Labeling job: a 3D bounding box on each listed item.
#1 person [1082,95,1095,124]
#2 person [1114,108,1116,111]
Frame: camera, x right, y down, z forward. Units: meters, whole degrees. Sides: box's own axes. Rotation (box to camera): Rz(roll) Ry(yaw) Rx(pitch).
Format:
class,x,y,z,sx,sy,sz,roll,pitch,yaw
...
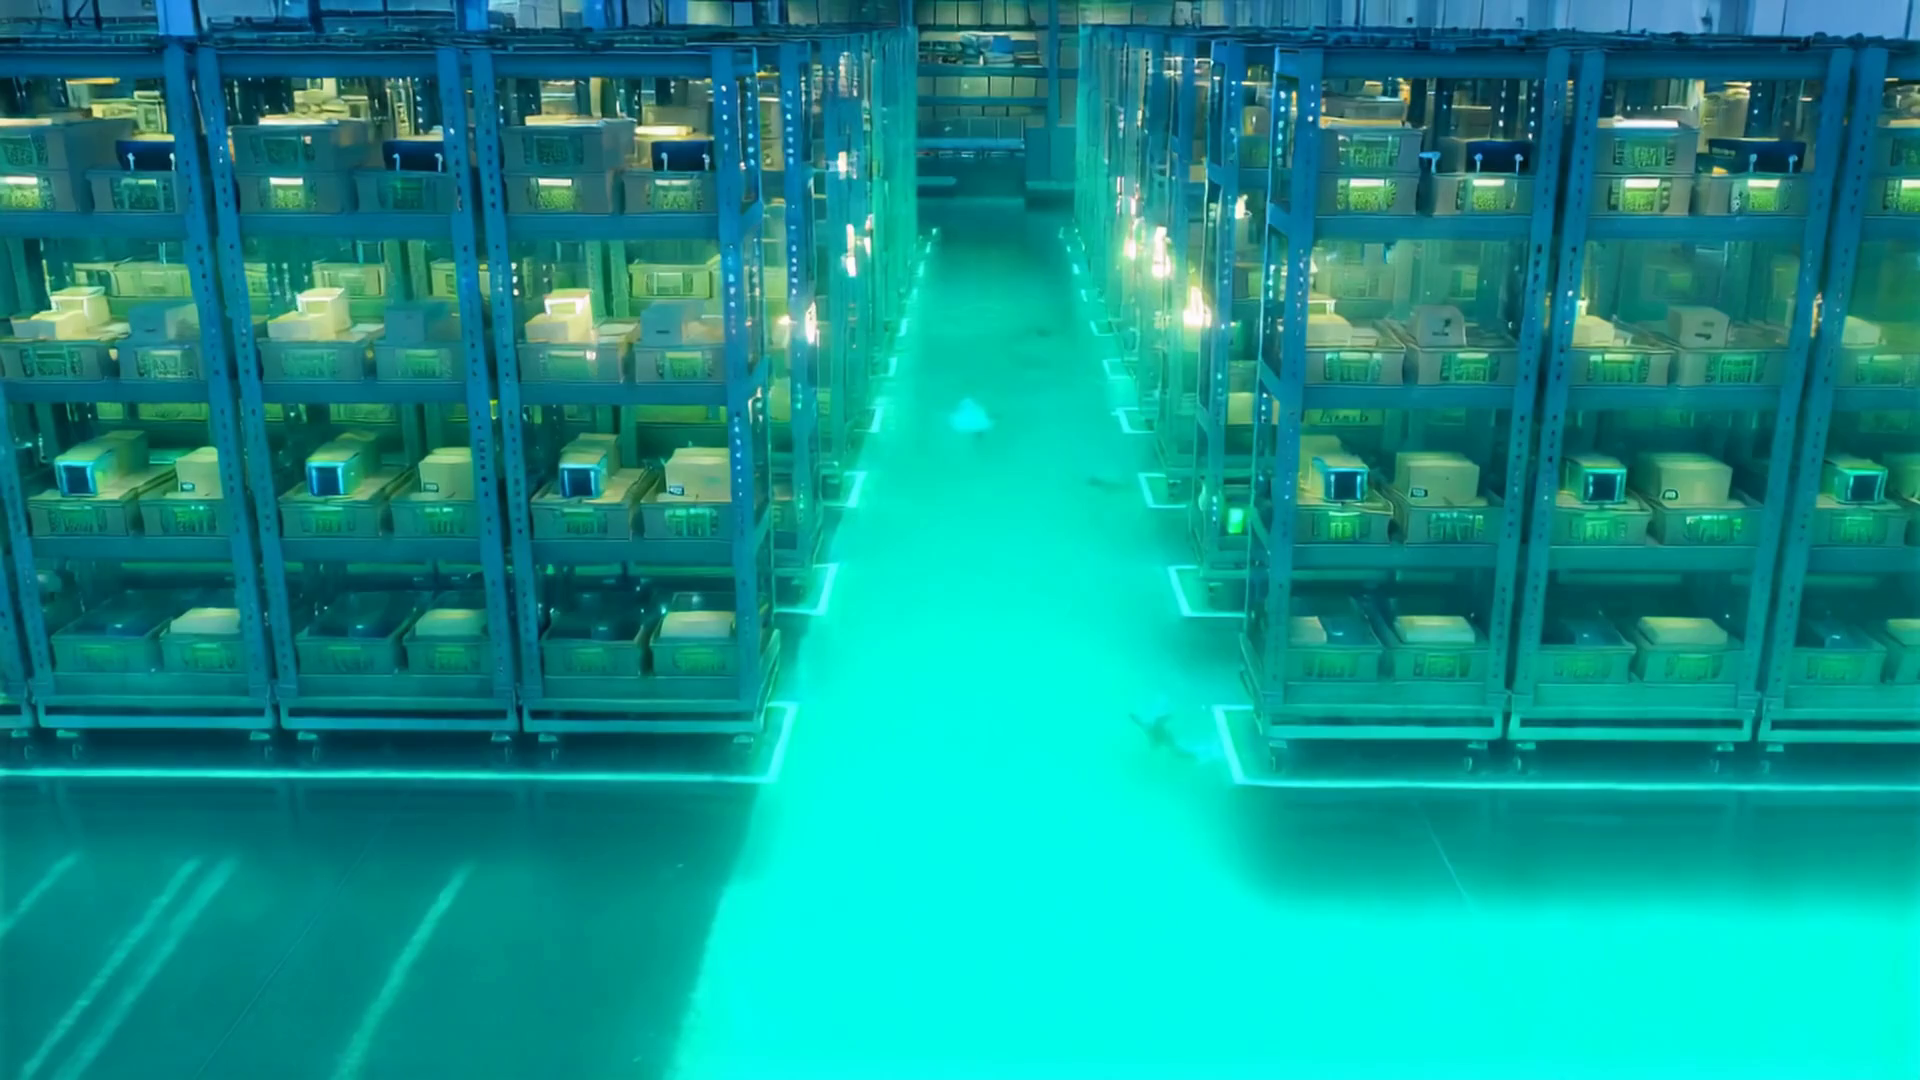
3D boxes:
class,x,y,z,sx,sy,sz,roll,pitch,yaw
person,3.293,-10.616,43.078,0.956,1.897,0.620,-9,19,-26
person,4.160,-11.134,44.955,0.315,1.769,0.524,1,17,4
